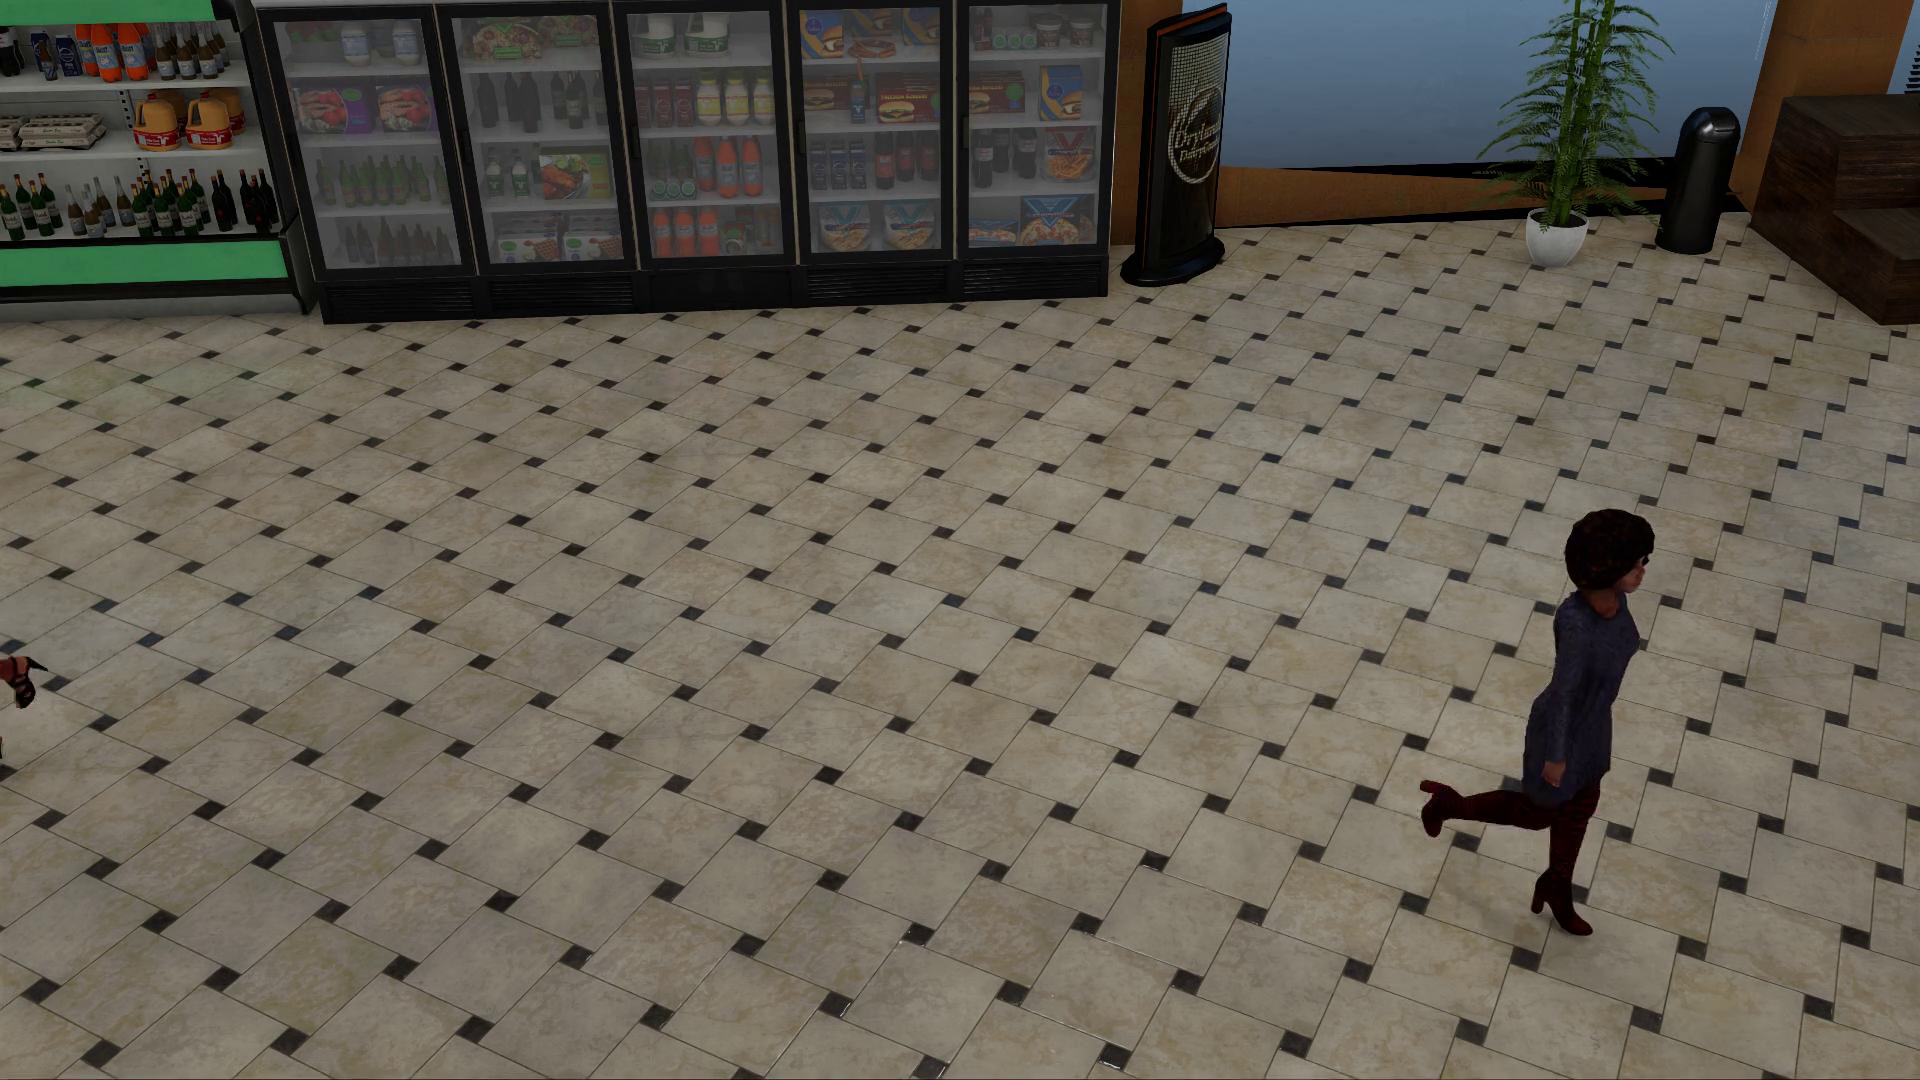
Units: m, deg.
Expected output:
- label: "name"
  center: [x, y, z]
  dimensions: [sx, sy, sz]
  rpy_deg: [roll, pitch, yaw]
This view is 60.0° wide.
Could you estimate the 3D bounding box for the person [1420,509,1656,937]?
- label: "person"
  center: [2.057, 0.643, 5.844]
  dimensions: [1.007, 1.695, 0.980]
  rpy_deg: [27, 41, 36]
